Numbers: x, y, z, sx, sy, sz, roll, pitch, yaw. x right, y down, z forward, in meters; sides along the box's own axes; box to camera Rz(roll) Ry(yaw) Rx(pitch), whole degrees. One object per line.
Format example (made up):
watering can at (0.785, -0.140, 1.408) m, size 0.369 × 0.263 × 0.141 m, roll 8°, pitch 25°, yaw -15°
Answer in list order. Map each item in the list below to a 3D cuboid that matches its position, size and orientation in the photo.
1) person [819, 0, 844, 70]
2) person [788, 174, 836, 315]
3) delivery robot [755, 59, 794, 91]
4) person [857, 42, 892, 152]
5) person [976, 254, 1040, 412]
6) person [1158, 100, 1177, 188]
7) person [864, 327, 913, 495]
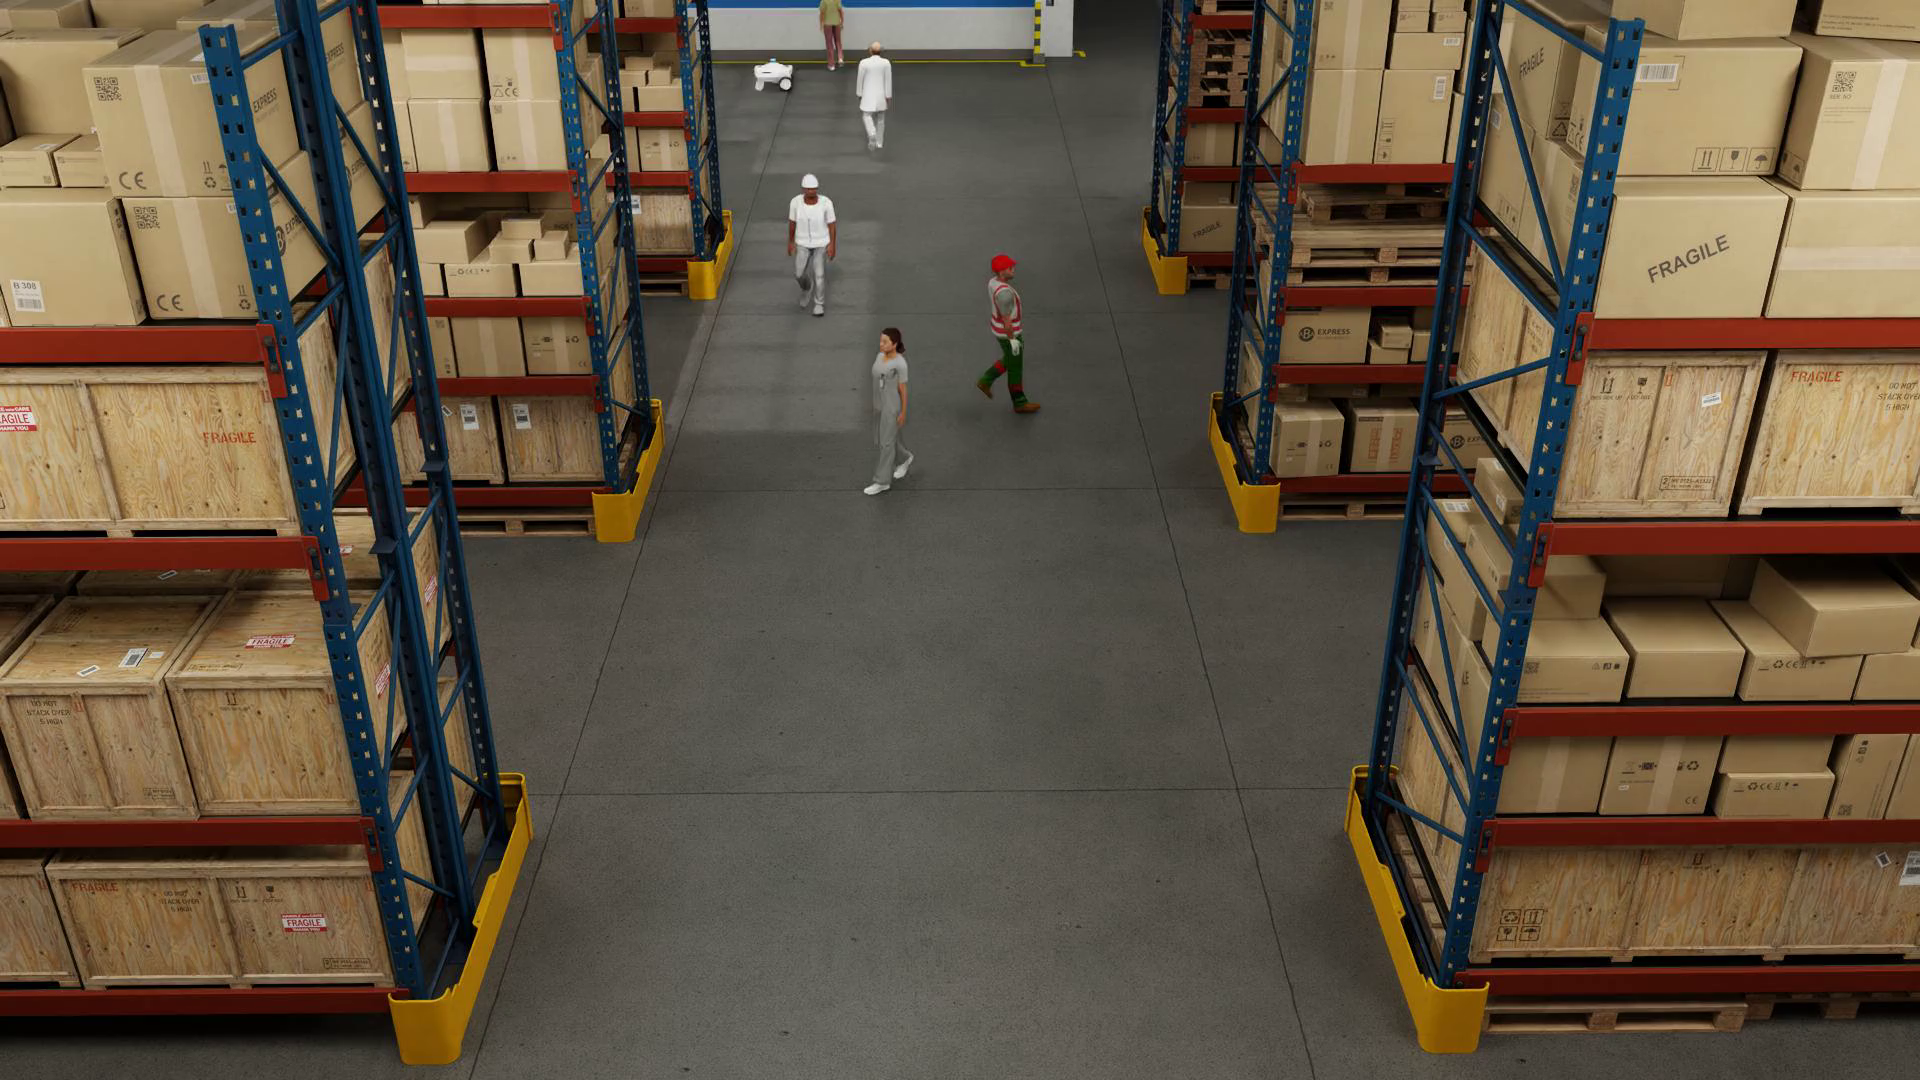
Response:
person at (-2.534, -10.151, 32.849) m, size 0.480 × 1.671 × 0.435 m, roll -10°, pitch 30°, yaw -17°
person at (-1.846, -3.671, 20.697) m, size 0.616 × 1.764 × 0.475 m, roll 1°, pitch 28°, yaw 2°
delivery robot at (-3.531, -8.860, 31.806) m, size 0.702 × 0.535 × 0.667 m, roll -2°, pitch 28°, yaw -3°
person at (-1.421, -7.360, 27.585) m, size 0.573 × 1.774 × 0.827 m, roll -6°, pitch 29°, yaw -11°
person at (0.535, -2.249, 18.020) m, size 0.682 × 1.783 × 0.579 m, roll -7°, pitch 29°, yaw -13°
person at (3.229, -5.964, 24.984) m, size 0.488 × 1.758 × 0.557 m, roll 3°, pitch 28°, yaw 6°
person at (-0.702, -1.300, 16.413) m, size 0.704 × 1.667 × 0.450 m, roll -21°, pitch 35°, yaw -33°
